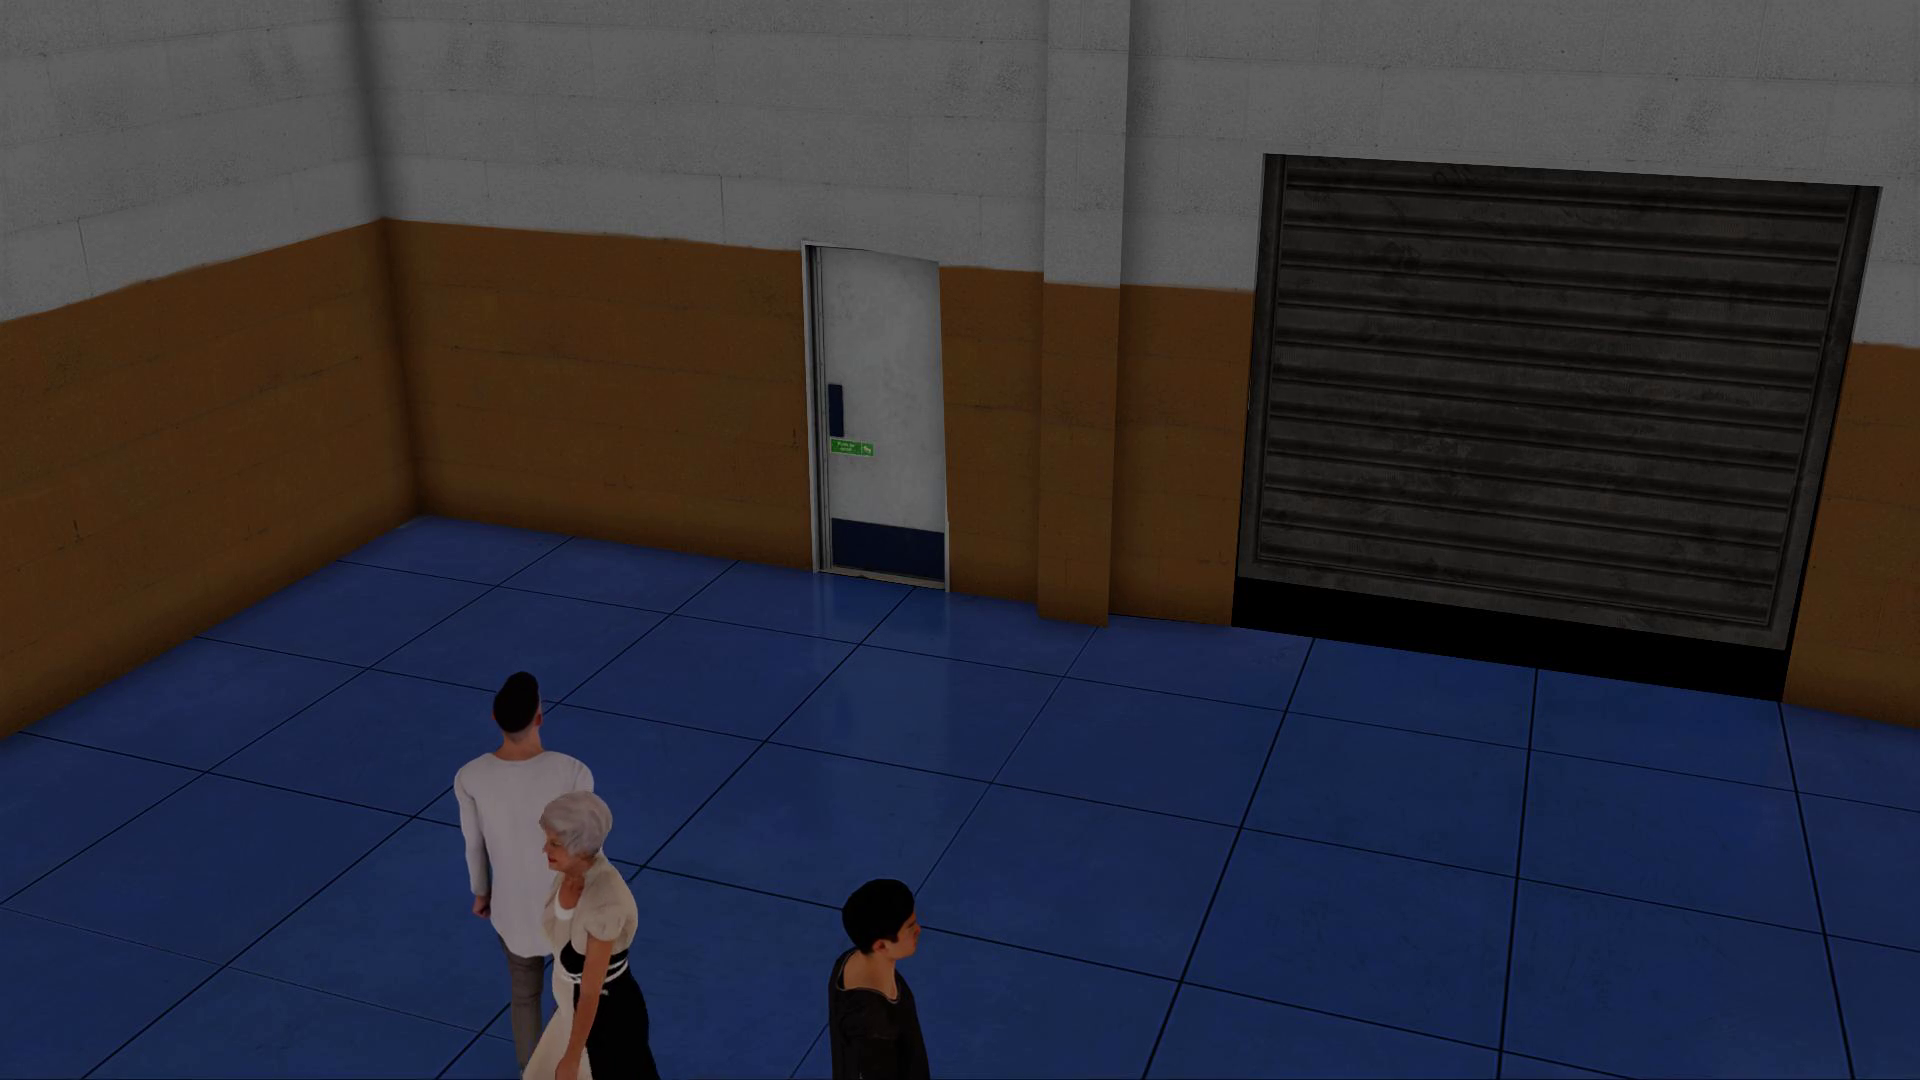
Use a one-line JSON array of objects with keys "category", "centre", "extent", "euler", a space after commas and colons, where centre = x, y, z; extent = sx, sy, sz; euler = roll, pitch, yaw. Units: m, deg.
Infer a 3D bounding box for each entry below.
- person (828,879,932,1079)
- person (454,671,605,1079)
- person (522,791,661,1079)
[{"category": "person", "centre": [-0.256, 1.806, 5.223], "extent": [0.725, 1.717, 0.708], "euler": [-5, 22, -11]}, {"category": "person", "centre": [-1.573, 1.329, 6.244], "extent": [0.640, 1.840, 0.798], "euler": [0, 22, -1]}, {"category": "person", "centre": [-1.120, 1.619, 5.679], "extent": [0.963, 1.725, 0.939], "euler": [-13, 26, -30]}]
